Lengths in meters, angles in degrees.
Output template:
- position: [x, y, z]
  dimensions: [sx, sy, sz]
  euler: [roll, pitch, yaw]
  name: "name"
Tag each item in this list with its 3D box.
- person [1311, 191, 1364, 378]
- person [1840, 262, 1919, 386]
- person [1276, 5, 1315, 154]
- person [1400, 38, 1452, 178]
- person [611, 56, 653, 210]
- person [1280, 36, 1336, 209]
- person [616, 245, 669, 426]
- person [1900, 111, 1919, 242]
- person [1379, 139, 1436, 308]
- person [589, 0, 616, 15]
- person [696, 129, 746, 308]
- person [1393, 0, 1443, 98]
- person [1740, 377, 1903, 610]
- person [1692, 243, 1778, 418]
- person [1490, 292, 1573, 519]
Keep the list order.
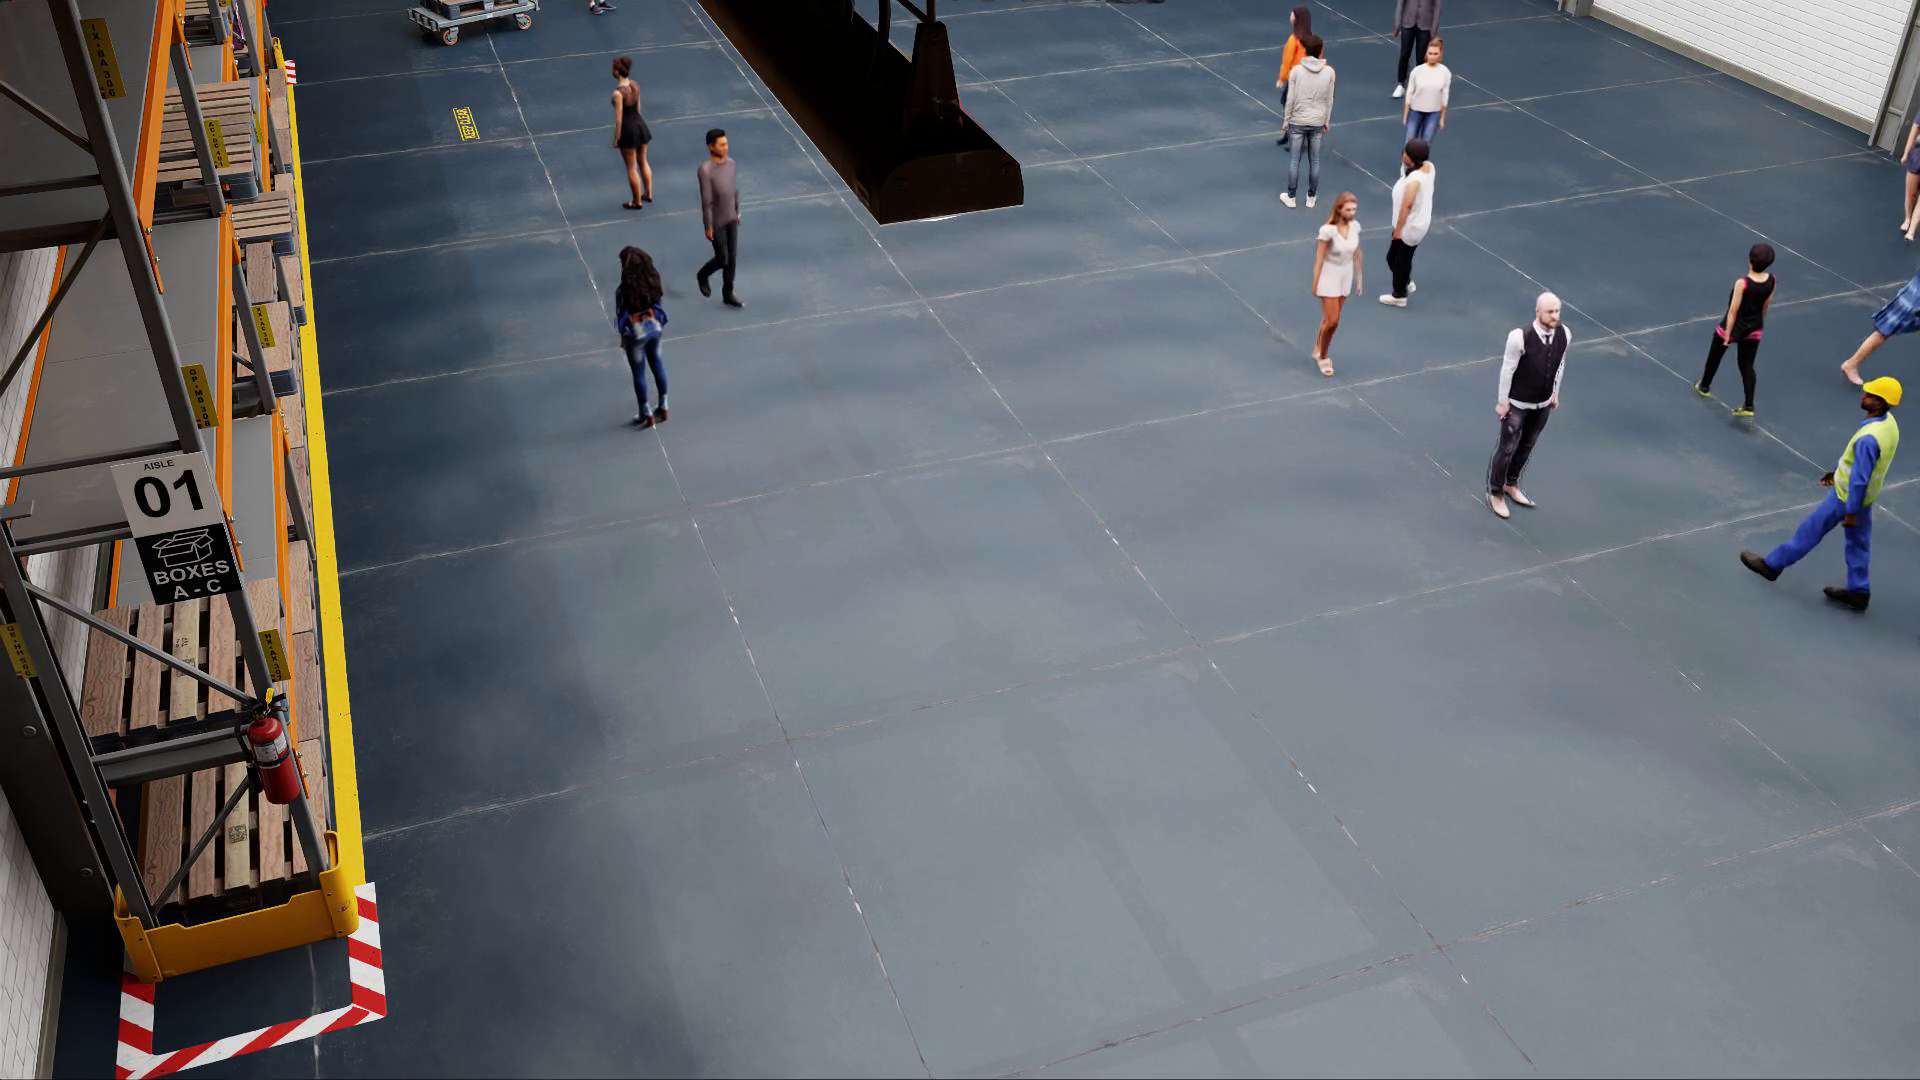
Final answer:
- position: [3.309, -2.350, 14.888]
  dimensions: [0.624, 1.681, 0.725]
  euler: [-16, 37, -23]
  name: "person"
- position: [8.163, -2.029, 14.344]
  dimensions: [1.248, 1.749, 1.008]
  euler: [26, 42, 33]
  name: "person"
- position: [3.992, -5.317, 19.305]
  dimensions: [0.805, 1.733, 0.754]
  euler: [19, 38, 27]
  name: "person"
- position: [5.133, -4.695, 18.392]
  dimensions: [0.839, 1.709, 0.936]
  euler: [7, 34, 10]
  name: "person"
- position: [-3.556, -4.408, 17.991]
  dimensions: [0.737, 1.675, 0.682]
  euler: [17, 37, 23]
  name: "person"
- position: [3.756, -4.518, 18.001]
  dimensions: [0.735, 1.846, 0.682]
  euler: [-1, 34, -2]
  name: "person"
- position: [-2.673, -1.735, 14.019]
  dimensions: [0.675, 1.619, 0.662]
  euler: [-25, 41, -32]
  name: "person"
- position: [10.125, -3.978, 17.393]
  dimensions: [0.995, 1.619, 0.989]
  euler: [21, 39, 29]
  name: "person"
- position: [4.338, -3.014, 15.889]
  dimensions: [0.830, 1.678, 0.780]
  euler: [17, 37, 24]
  name: "person"
- position: [-5.326, -8.586, 24.186]
  dimensions: [0.709, 1.773, 0.667]
  euler: [17, 37, 24]
  name: "person"
- position: [-2.349, -3.078, 15.914]
  dimensions: [0.928, 1.758, 0.855]
  euler: [-14, 36, -20]
  name: "person"
- position: [5.782, -6.505, 21.019]
  dimensions: [0.787, 1.813, 0.836]
  euler: [14, 36, 20]
  name: "person"
- position: [6.373, -0.294, 11.713]
  dimensions: [1.229, 1.772, 0.997]
  euler: [28, 43, 35]
  name: "person"
- position: [6.692, -1.755, 14.139]
  dimensions: [0.729, 1.519, 1.091]
  euler: [-3, 34, -4]
  name: "person"
- position: [4.381, -1.071, 12.838]
  dimensions: [0.686, 1.821, 0.635]
  euler: [-11, 35, -17]
  name: "person"
